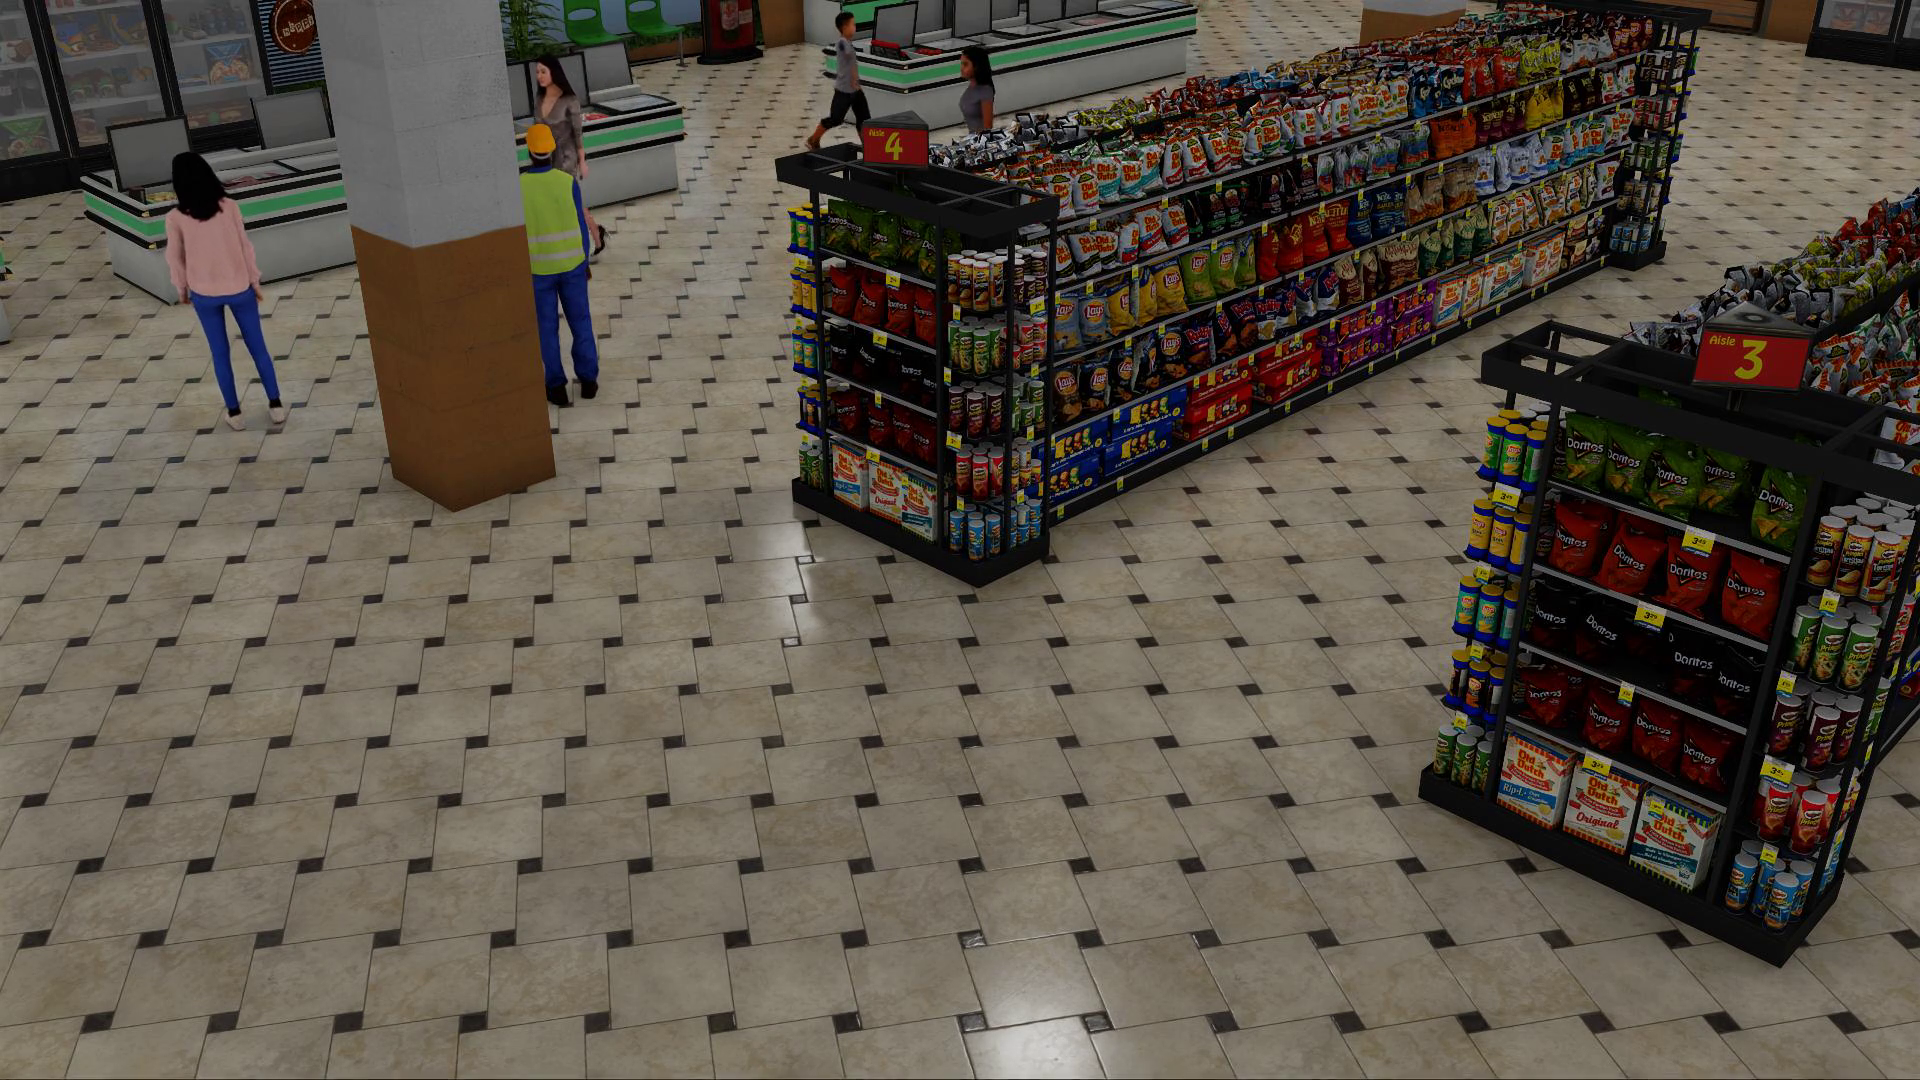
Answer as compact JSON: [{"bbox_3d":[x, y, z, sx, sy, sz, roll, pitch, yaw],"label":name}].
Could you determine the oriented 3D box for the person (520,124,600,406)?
[{"bbox_3d":[-2.628,-1.774,10.739,0.610,1.812,0.790,-14,30,-25],"label":"person"}]

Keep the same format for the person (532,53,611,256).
[{"bbox_3d":[-3.122,-2.981,13.236,0.820,1.708,1.164,14,30,26],"label":"person"}]

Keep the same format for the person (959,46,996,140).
[{"bbox_3d":[0.301,-3.057,13.363,1.214,1.727,0.925,-10,28,-18],"label":"person"}]

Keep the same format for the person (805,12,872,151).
[{"bbox_3d":[-1.208,-4.610,16.755,1.051,1.429,0.991,0,27,0],"label":"person"}]

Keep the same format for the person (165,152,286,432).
[{"bbox_3d":[-4.561,-1.502,10.260,0.667,1.762,0.820,-11,29,-20],"label":"person"}]
